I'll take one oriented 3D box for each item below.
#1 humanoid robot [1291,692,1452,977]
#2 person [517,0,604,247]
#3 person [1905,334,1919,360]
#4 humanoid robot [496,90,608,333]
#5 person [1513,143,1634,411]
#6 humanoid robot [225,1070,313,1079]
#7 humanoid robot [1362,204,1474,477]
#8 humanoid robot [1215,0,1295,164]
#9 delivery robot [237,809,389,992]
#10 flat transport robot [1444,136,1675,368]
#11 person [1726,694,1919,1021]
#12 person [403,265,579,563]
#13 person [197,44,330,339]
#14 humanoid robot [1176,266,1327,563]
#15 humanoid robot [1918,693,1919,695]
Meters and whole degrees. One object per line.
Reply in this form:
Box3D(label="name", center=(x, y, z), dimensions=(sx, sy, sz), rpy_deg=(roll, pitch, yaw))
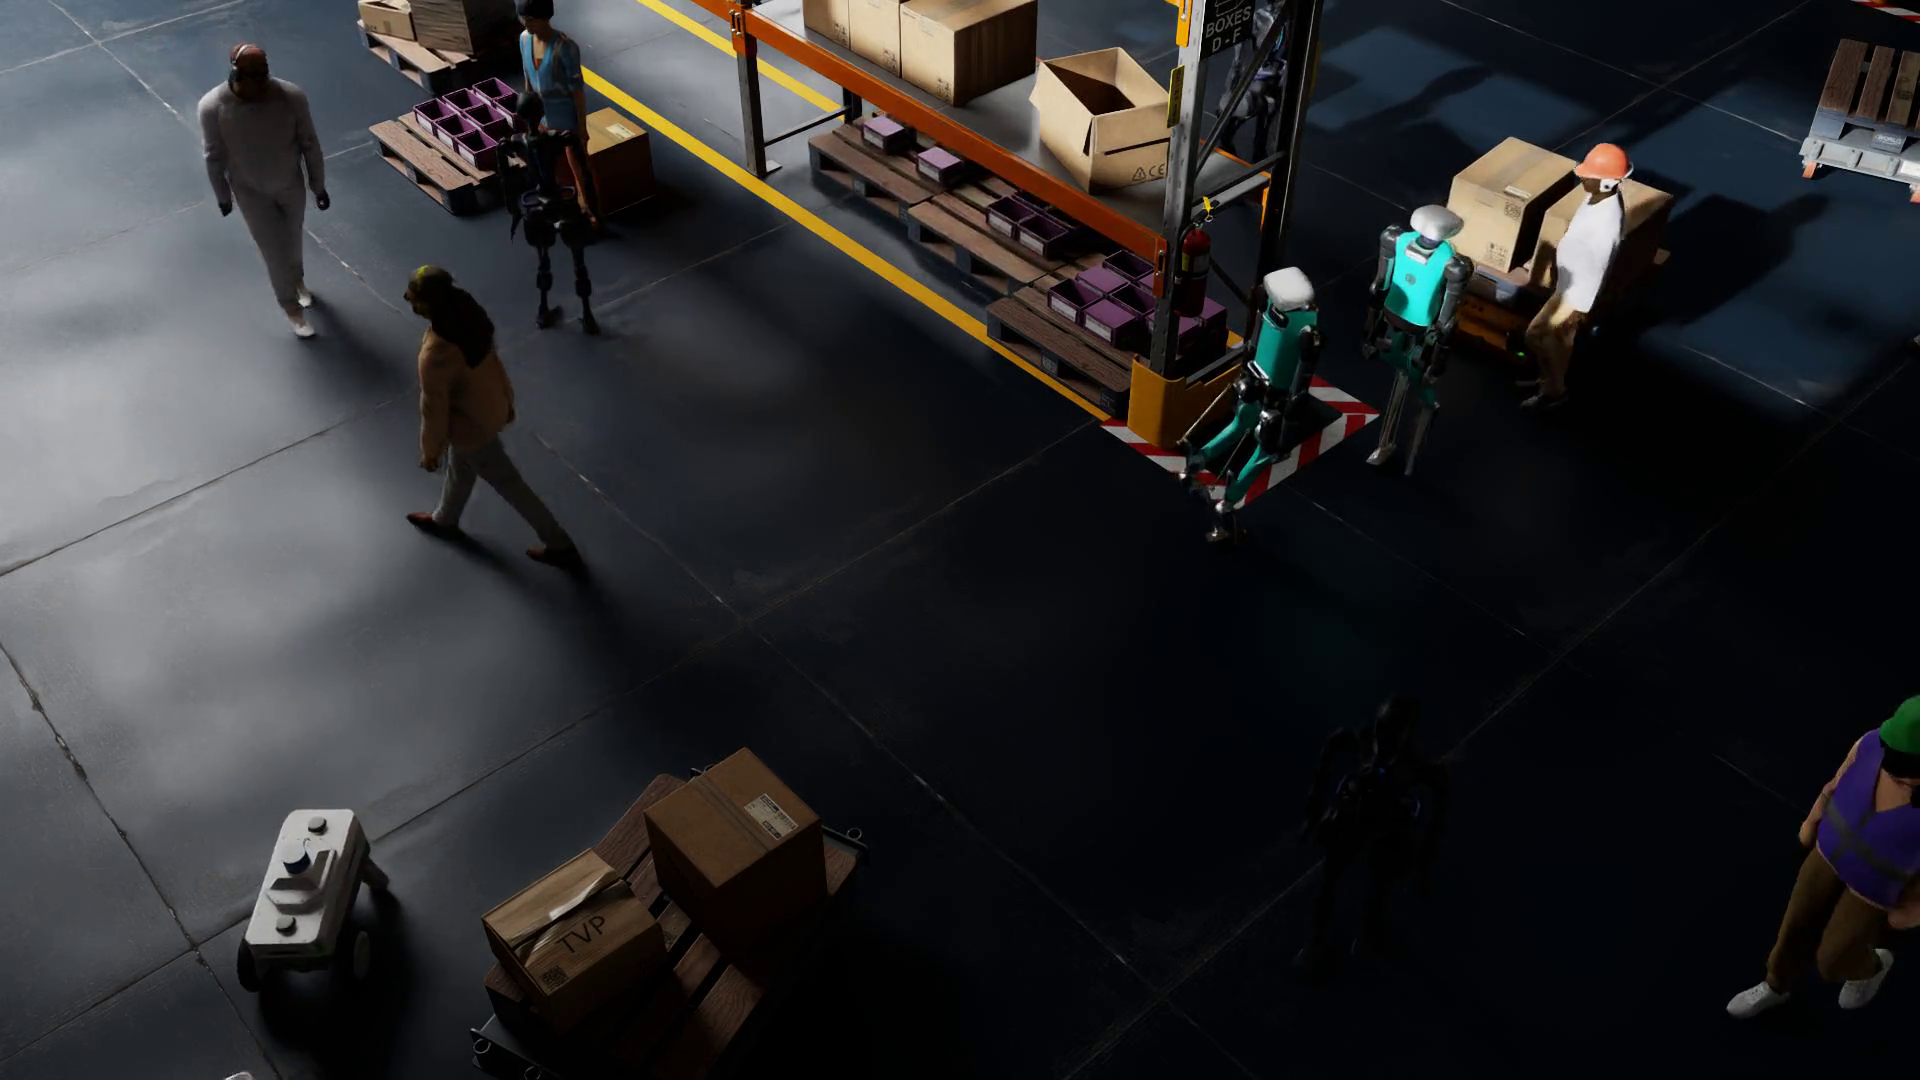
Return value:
Box3D(label="humanoid robot", center=(1.667, 1.217, 6.745), dimensions=(0.593, 1.657, 0.504), rpy_deg=(20, 46, 21))
Box3D(label="person", center=(-2.672, -2.803, 11.045), dimensions=(0.492, 1.759, 0.338), rpy_deg=(22, 47, 22))
Box3D(label="person", center=(6.401, -1.734, 9.877), dimensions=(0.936, 1.775, 0.579), rpy_deg=(12, 44, 13))
Box3D(label="humanoid robot", center=(-2.498, -2.019, 10.247), dimensions=(0.601, 1.645, 0.377), rpy_deg=(-5, 43, -5))
Box3D(label="person", center=(3.553, -1.518, 9.656), dimensions=(0.383, 1.738, 0.579), rpy_deg=(13, 44, 14))
Box3D(label="humanoid robot", center=(-2.349, 2.206, 5.635), dimensions=(0.768, 1.807, 0.531), rpy_deg=(34, 52, 31))
Box3D(label="humanoid robot", center=(2.572, -1.109, 9.240), dimensions=(0.669, 1.824, 0.553), rpy_deg=(-34, 52, -31))
Box3D(label="humanoid robot", center=(2.062, -3.133, 11.461), dimensions=(0.588, 1.643, 0.353), rpy_deg=(-24, 48, -24))
Box3D(label="delivery robot", center=(-2.799, 1.553, 7.189), dimensions=(0.522, 0.588, 0.759), rpy_deg=(-1, 43, -1))
Box3D(label="flat transport robot", center=(3.769, -1.624, 10.862), dimensions=(0.659, 0.231, 1.431), rpy_deg=(32, 52, 30))
Box3D(label="person", center=(3.553, 1.271, 6.493), dimensions=(0.534, 1.913, 0.569), rpy_deg=(-16, 45, -17))
Box3D(label="person", center=(-2.565, -0.625, 8.635), dimensions=(1.040, 1.817, 0.571), rpy_deg=(6, 43, 6))
Box3D(label="person", center=(-4.226, -2.167, 10.276), dimensions=(0.676, 1.863, 0.807), rpy_deg=(-26, 48, -25))
Box3D(label="humanoid robot", center=(1.436, -0.553, 8.673), dimensions=(0.671, 1.880, 0.551), rpy_deg=(-15, 45, -16))
Box3D(label="humanoid robot", center=(4.991, 0.280, 7.769), dimensions=(0.642, 1.634, 0.599), rpy_deg=(2, 43, 2))
